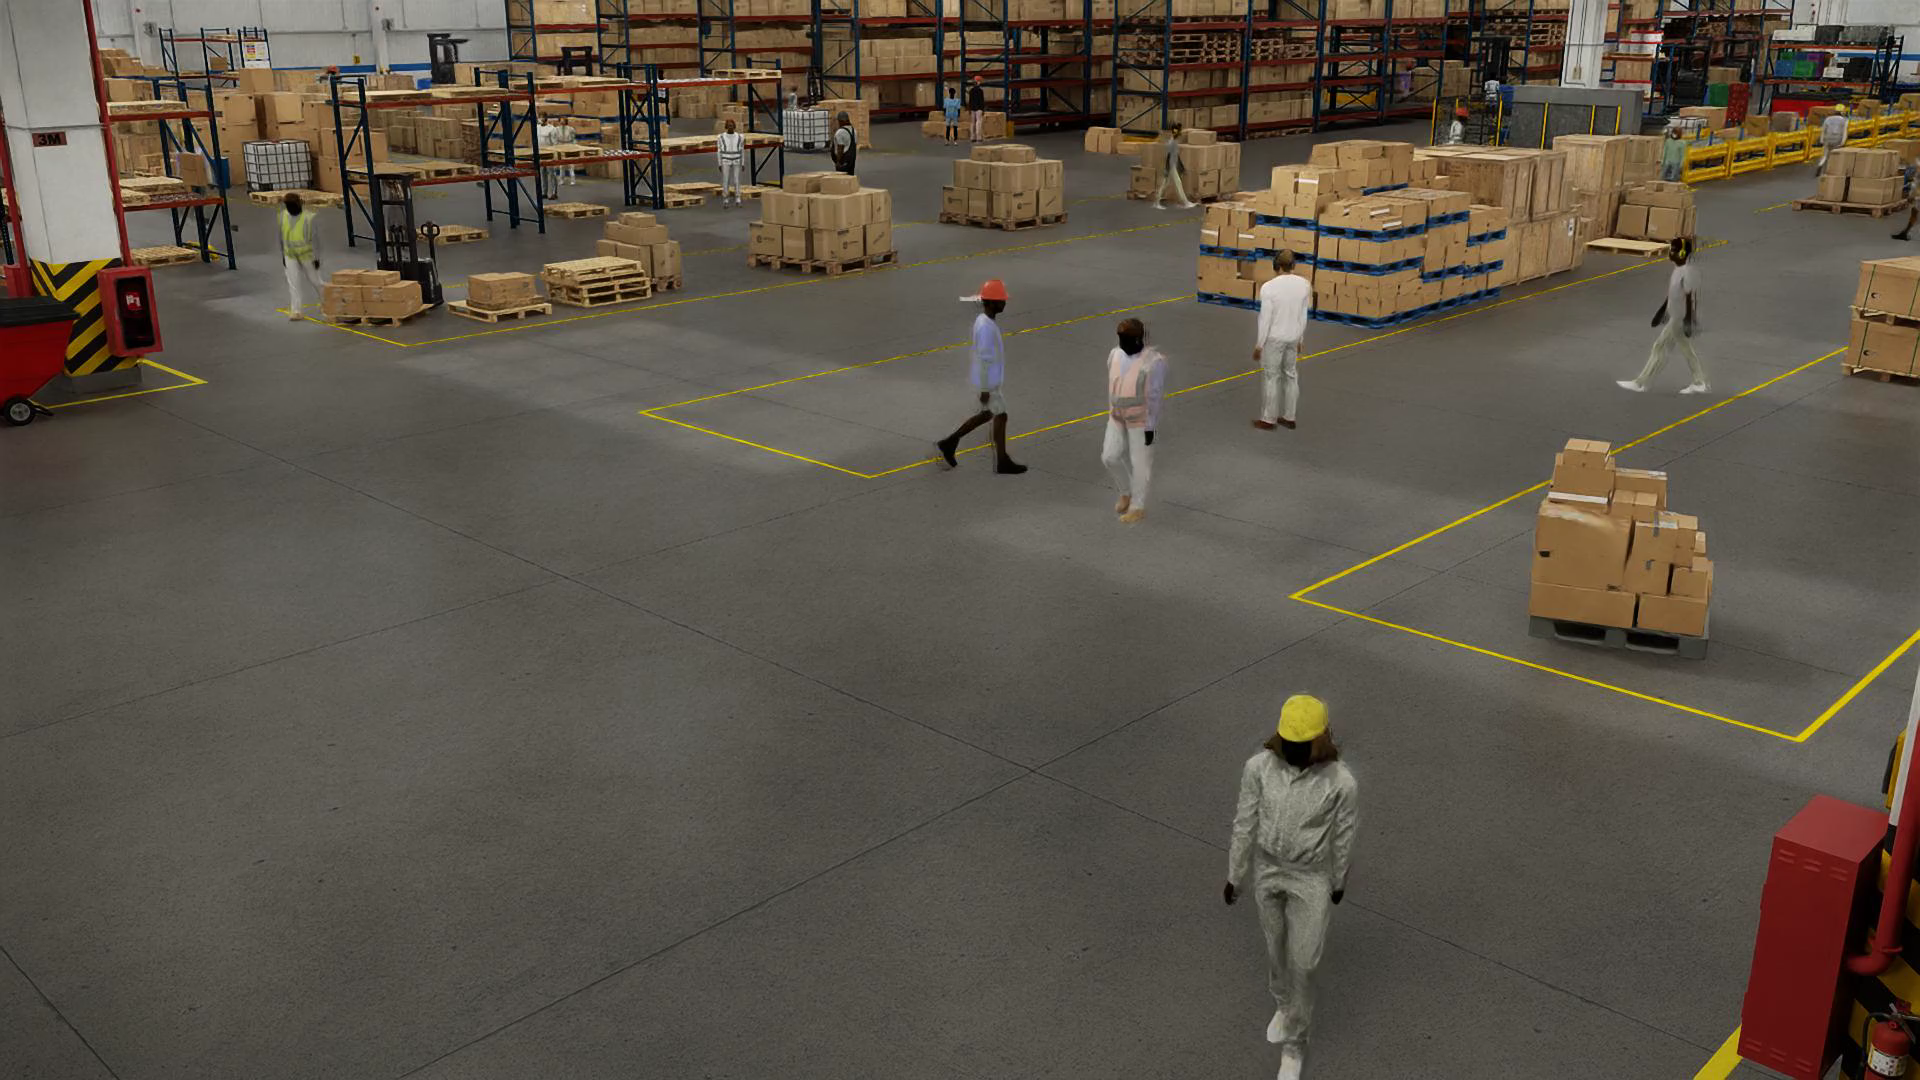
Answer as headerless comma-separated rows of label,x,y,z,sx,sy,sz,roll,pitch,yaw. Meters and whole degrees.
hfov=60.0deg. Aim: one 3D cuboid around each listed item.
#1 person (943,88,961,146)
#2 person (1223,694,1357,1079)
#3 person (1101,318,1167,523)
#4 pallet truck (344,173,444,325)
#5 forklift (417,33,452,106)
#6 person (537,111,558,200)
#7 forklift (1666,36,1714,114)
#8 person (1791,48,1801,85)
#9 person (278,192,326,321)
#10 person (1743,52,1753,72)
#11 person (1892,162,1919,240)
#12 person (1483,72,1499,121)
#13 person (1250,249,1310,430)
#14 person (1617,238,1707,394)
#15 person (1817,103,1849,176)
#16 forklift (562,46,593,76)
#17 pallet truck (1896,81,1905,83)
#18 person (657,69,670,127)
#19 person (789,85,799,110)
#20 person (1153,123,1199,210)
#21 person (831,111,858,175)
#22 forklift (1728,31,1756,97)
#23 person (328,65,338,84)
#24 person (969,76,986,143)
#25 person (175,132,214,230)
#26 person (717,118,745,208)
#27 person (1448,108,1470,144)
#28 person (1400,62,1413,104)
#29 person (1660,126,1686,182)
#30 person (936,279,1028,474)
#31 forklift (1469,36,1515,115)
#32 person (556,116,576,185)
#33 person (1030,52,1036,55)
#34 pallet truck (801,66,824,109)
person,-0.243,-12.671,49.813,0.532,1.693,0.319,2,18,6
person,1.391,1.482,7.137,0.493,1.718,0.736,10,21,28
person,1.514,-1.045,14.582,0.619,1.822,0.439,16,24,40
pallet truck,-8.209,-4.181,23.757,0.823,1.965,1.885,3,19,9
forklift,-20.513,-18.593,65.801,1.873,2.768,1.129,10,21,27
person,-9.217,-8.551,37.016,0.630,1.940,0.373,8,20,23
forklift,27.341,-17.291,61.877,1.129,2.768,1.873,17,25,41
person,41.089,-23.373,81.651,0.637,1.965,0.971,16,24,40
person,-9.386,-4.077,23.751,0.632,1.809,0.905,1,18,4
person,36.338,-21.639,76.826,0.534,1.756,0.791,16,24,40
person,17.838,-6.429,30.702,0.557,1.898,0.971,-9,21,-26
person,18.822,-15.709,58.958,0.530,1.697,0.322,-1,18,-2
person,3.371,-2.120,17.685,0.653,1.926,0.507,-10,21,-29
person,8.250,-2.573,19.204,0.998,1.821,0.504,5,19,16
person,21.629,-9.878,41.200,0.511,1.822,0.597,-16,24,-39
forklift,-11.780,-13.891,51.633,1.873,2.768,1.129,17,25,41
pallet truck,34.802,-16.331,61.455,0.653,1.274,1.630,17,25,41
person,-10.093,-15.032,56.592,0.589,1.912,0.390,14,23,35
person,-5.180,-13.621,52.798,0.698,1.612,0.551,0,18,1
person,4.589,-7.916,35.316,1.011,1.807,0.503,4,19,11
person,-2.519,-8.200,35.799,0.535,2.000,0.687,9,21,26
forklift,32.916,-20.078,70.274,1.129,2.768,1.873,12,22,33
person,-22.711,-16.215,60.178,0.589,1.892,0.608,-5,19,-15
person,0.531,-13.135,50.739,0.387,1.996,0.611,-14,23,-37
person,-14.986,-7.050,32.550,0.855,1.902,0.586,17,25,41
person,-4.900,-8.069,35.651,0.574,1.883,0.356,-5,19,-16
person,11.520,-9.101,38.760,0.587,1.901,0.606,2,18,6
person,16.732,-16.945,62.352,0.473,1.910,0.611,15,24,39
person,15.763,-8.325,36.830,0.398,1.616,0.528,-17,25,-41
person,0.210,-1.566,16.021,0.832,1.912,0.555,1,18,2
forklift,19.973,-17.201,61.605,1.873,2.768,1.129,16,24,40
person,-9.435,-9.311,39.776,0.523,1.638,0.310,0,18,-1
person,3.563,-23.043,80.728,0.399,1.909,0.642,11,21,31
pallet truck,-4.812,-15.182,56.903,0.823,1.965,1.885,-9,21,-26
